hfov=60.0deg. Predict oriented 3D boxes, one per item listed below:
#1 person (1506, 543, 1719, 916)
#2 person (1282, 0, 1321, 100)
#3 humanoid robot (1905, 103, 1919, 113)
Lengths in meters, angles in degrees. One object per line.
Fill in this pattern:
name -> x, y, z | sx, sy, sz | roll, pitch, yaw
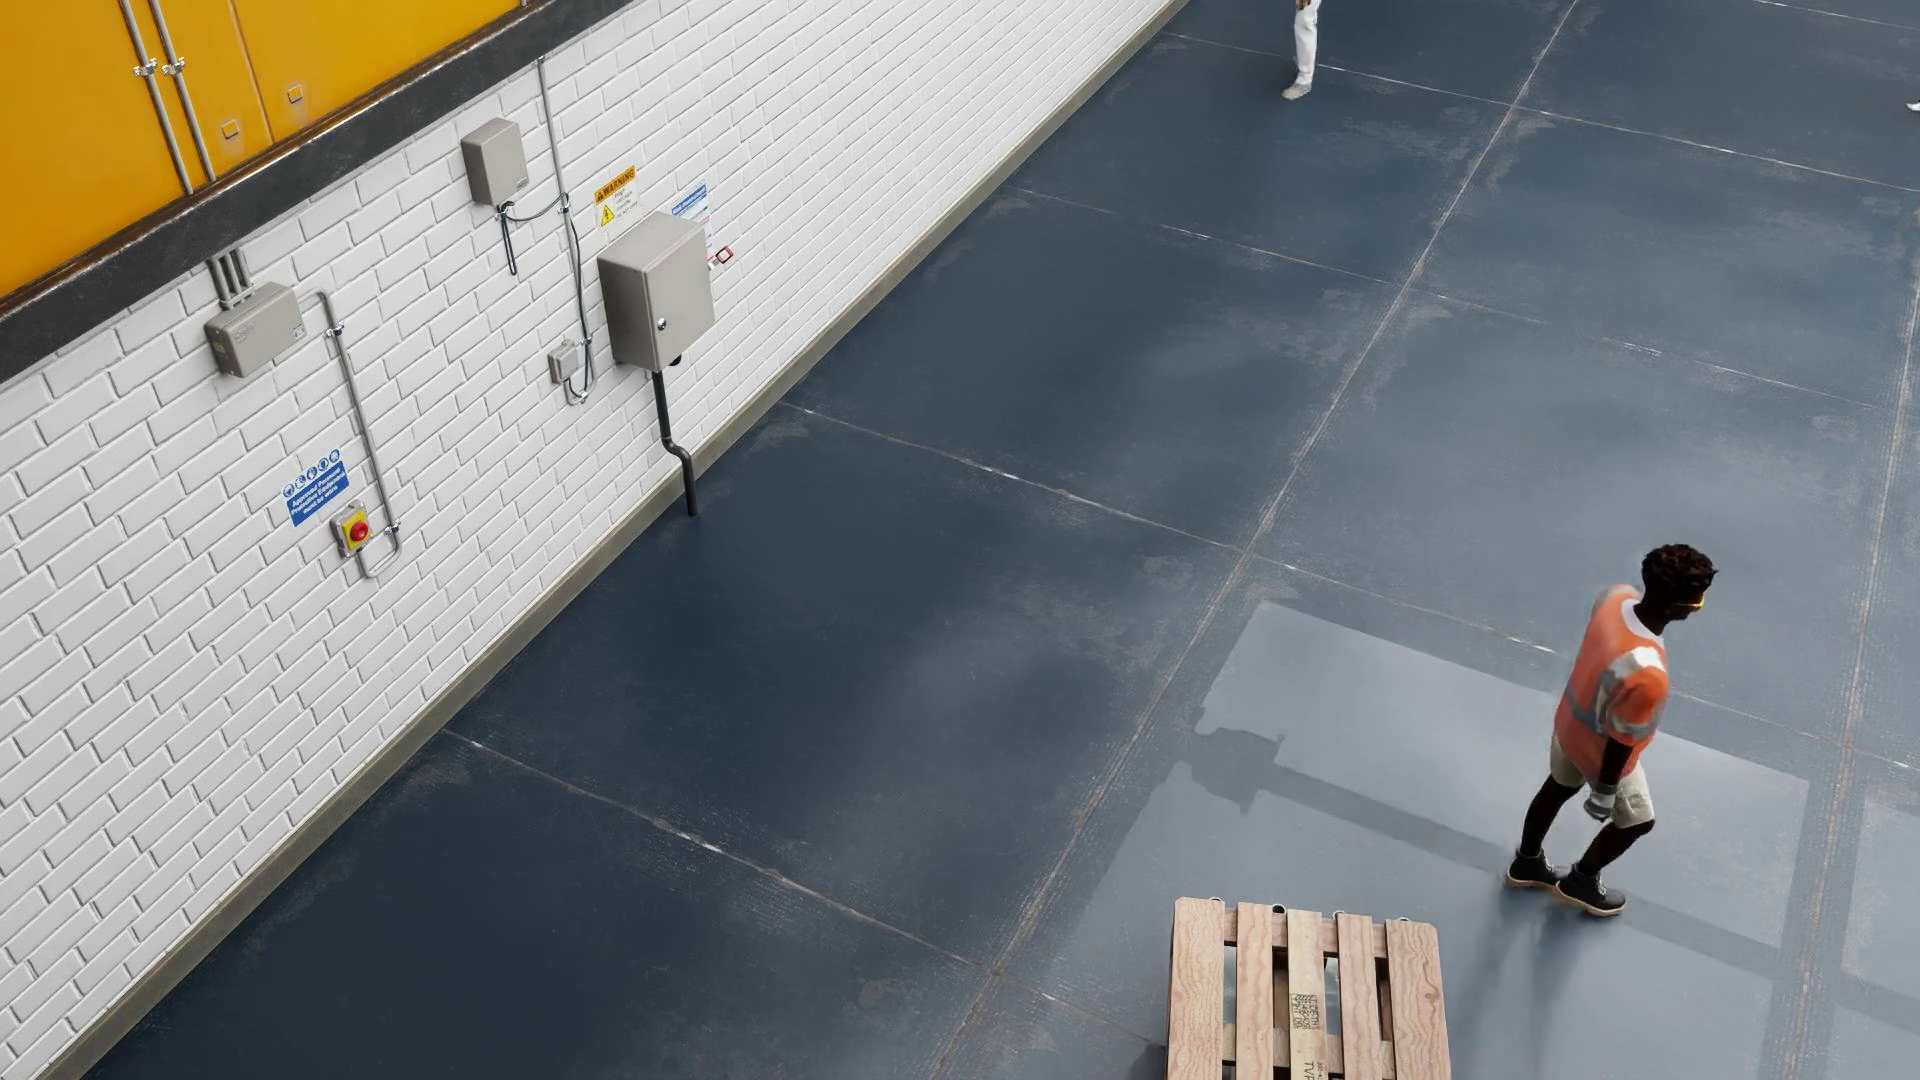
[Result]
person -> 2.667, 0.787, 6.638 | 0.624, 1.945, 0.642 | 2, 41, 2
person -> 2.659, -4.300, 12.622 | 0.340, 1.858, 0.750 | 3, 41, 3
humanoid robot -> 7.693, -3.935, 12.297 | 1.018, 1.744, 0.541 | -10, 42, -11
